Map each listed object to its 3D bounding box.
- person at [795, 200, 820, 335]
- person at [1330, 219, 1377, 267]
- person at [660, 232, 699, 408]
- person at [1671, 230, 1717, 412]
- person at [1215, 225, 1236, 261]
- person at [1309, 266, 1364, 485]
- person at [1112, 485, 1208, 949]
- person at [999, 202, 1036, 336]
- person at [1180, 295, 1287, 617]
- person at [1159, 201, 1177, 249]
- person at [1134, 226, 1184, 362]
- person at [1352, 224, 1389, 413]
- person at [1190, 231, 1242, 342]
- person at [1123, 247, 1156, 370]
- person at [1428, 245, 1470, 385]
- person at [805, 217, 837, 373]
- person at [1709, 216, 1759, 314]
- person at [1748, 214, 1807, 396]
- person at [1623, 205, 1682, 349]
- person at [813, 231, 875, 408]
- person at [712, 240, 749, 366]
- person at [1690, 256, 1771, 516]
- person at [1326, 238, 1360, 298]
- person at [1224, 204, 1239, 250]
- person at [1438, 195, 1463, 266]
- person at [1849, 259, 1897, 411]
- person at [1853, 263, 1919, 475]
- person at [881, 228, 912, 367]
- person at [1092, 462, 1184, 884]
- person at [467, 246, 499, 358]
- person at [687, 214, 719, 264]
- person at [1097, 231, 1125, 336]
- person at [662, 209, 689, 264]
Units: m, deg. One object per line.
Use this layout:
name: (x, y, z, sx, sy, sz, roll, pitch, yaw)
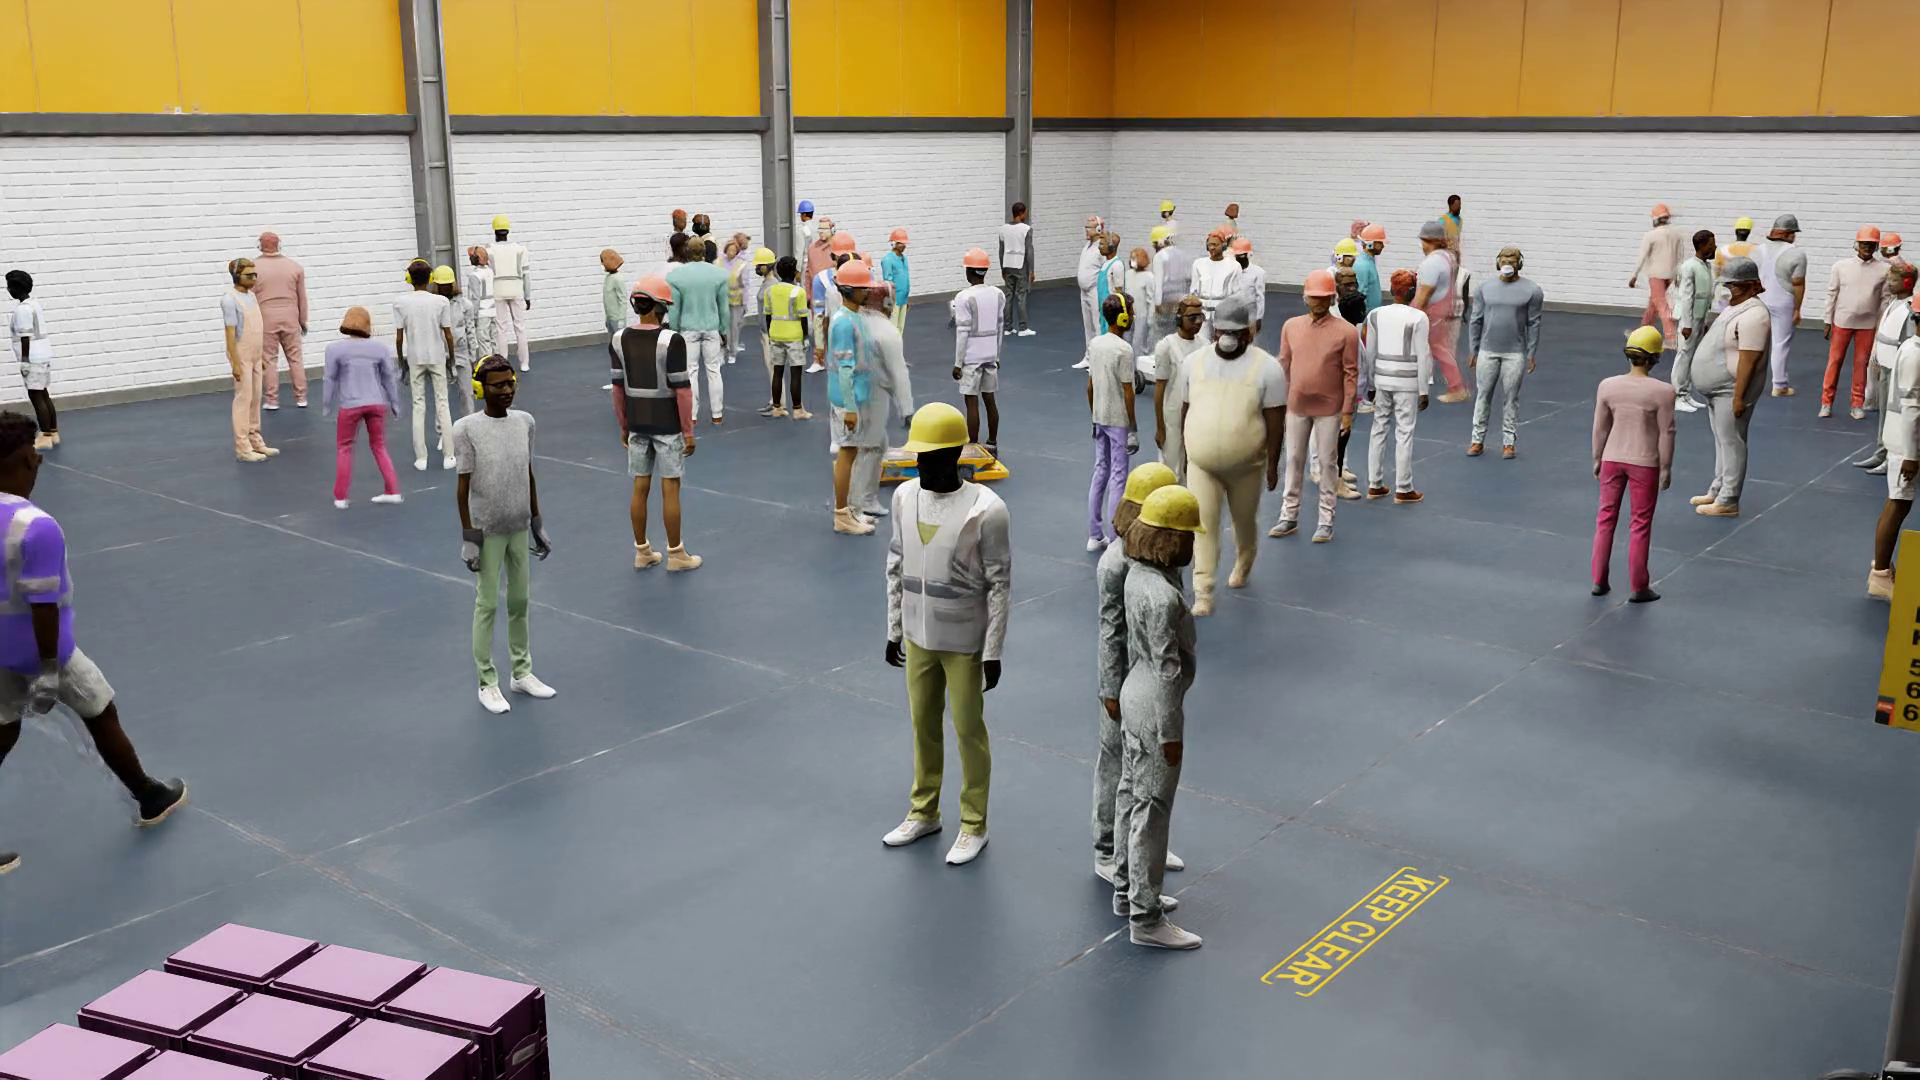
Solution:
person: (-2.187, -3.951, 24.173, 0.416, 1.938, 0.611, 9, 17, 33)
person: (4.771, -2.908, 20.085, 0.399, 1.900, 0.643, -11, 18, -38)
person: (-2.970, -2.321, 17.742, 0.479, 1.899, 0.606, -7, 16, -26)
person: (7.846, -2.348, 17.800, 0.392, 1.922, 0.592, 12, 18, 39)
person: (3.395, -3.190, 21.533, 0.382, 1.734, 0.578, 5, 15, 19)
person: (3.218, -1.396, 14.147, 0.507, 1.847, 0.344, -6, 15, -23)
person: (0.749, 0.649, 6.193, 0.304, 1.740, 0.485, -2, 14, -7)
person: (0.821, -3.920, 24.100, 0.587, 1.913, 0.391, 11, 17, 36)
person: (1.726, -0.603, 10.584, 0.681, 2.000, 0.982, 5, 15, 18)
person: (3.478, -4.802, 27.944, 0.340, 1.761, 0.524, -3, 14, -11)
person: (2.630, -3.063, 20.986, 0.917, 1.771, 0.610, 13, 19, 42)
person: (4.307, -2.347, 17.667, 0.406, 1.986, 0.615, 5, 15, 19)
person: (2.779, -2.435, 18.226, 0.574, 1.883, 0.356, 6, 15, 23)
person: (2.125, -2.621, 19.477, 0.501, 1.624, 0.522, -10, 17, -35)
person: (5.716, -2.637, 19.530, 0.523, 1.636, 0.310, -1, 14, -6)
person: (-1.625, -2.983, 20.367, 0.638, 1.910, 0.407, 6, 15, 23)
person: (9.601, -3.046, 20.610, 0.606, 1.908, 0.423, 3, 14, 13)
person: (9.224, -2.658, 18.797, 0.536, 2.000, 0.683, -10, 17, -34)
person: (9.612, -3.632, 22.924, 0.611, 1.933, 1.041, -7, 16, -26)
person: (-1.085, -1.922, 15.886, 0.617, 2.029, 0.406, -5, 15, -19)
person: (-2.905, -2.990, 21.013, 0.514, 1.589, 0.714, 0, 14, 0)
person: (6.006, -1.213, 13.023, 0.535, 2.000, 0.679, 3, 14, 13)
person: (4.090, -2.329, 17.933, 0.404, 1.824, 0.591, 13, 19, 41)
person: (4.822, -5.185, 29.744, 0.289, 1.629, 0.498, 6, 15, 21)
person: (7.814, -4.558, 26.635, 0.590, 1.919, 0.397, -13, 19, -42)
person: (9.808, -2.171, 17.690, 0.437, 1.624, 0.527, 2, 14, 7)
person: (8.166, -1.482, 14.488, 0.388, 1.847, 0.563, 3, 14, 12)
person: (-0.771, -3.014, 20.803, 0.340, 1.747, 0.570, 6, 15, 24)
person: (0.741, 0.539, 6.637, 0.317, 1.738, 0.482, 12, 19, 41)
person: (-5.556, -2.600, 19.377, 0.307, 1.641, 0.513, 1, 14, 5)
person: (-3.461, -3.465, 22.424, 0.429, 1.844, 0.627, -5, 15, -20)
person: (1.675, -2.543, 18.730, 0.335, 1.845, 0.513, -3, 14, -11)
person: (-3.835, -3.578, 22.791, 0.356, 1.884, 0.572, 5, 15, 20)
